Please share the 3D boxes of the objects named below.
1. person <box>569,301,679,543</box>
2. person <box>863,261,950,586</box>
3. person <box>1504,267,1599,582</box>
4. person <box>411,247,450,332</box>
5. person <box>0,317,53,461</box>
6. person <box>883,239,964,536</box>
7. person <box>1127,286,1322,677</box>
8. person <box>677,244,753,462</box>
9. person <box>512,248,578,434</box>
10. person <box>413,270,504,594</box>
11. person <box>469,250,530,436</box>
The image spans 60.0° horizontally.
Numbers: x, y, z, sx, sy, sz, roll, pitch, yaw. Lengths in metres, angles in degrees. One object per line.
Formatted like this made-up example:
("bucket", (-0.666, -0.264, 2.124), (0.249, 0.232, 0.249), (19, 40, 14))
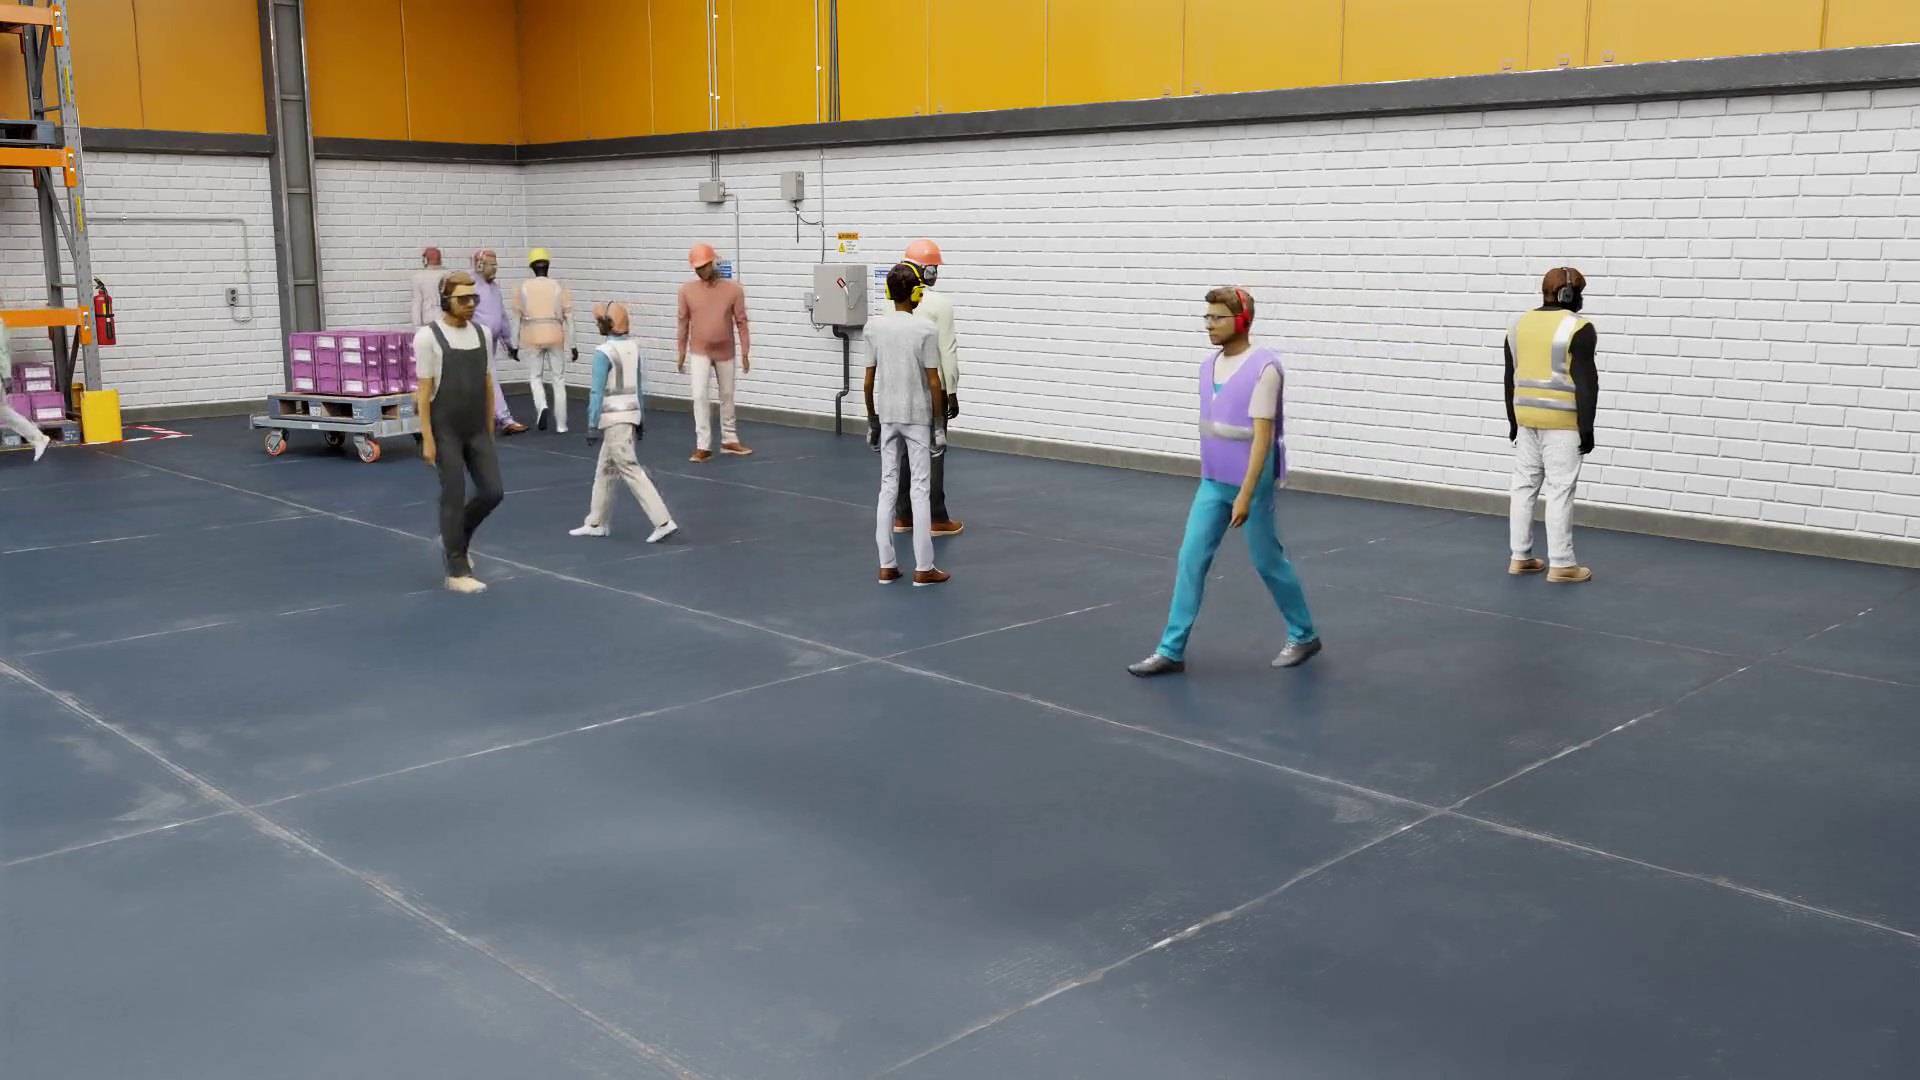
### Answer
("person", (-2.225, -0.776, 10.974), (0.837, 1.603, 0.526), (3, 11, 15))
("person", (-0.313, -0.667, 9.641), (0.520, 1.874, 0.327), (5, 11, 24))
("person", (3.492, -0.679, 9.802), (0.430, 1.840, 0.621), (-6, 12, -28))
("person", (-6.132, -2.492, 19.580), (0.676, 1.886, 0.419), (-8, 13, -38))
("person", (-8.438, -1.444, 14.615), (0.520, 1.606, 0.774), (9, 13, 39))
("person", (-0.252, -1.021, 11.237), (0.612, 1.995, 0.377), (8, 13, 37))
("person", (1.286, -0.262, 7.656), (0.978, 1.801, 0.572), (-6, 12, -29))
("person", (-2.216, -1.694, 15.077), (0.663, 1.943, 0.709), (-2, 11, -10))
("person", (-4.225, -2.012, 16.915), (0.681, 1.891, 0.566), (-2, 11, -13))
("person", (-2.881, -0.611, 9.462), (0.480, 1.835, 0.517), (8, 13, 38))
("person", (-4.705, -1.974, 16.766), (0.942, 1.862, 0.661), (2, 11, 11))
